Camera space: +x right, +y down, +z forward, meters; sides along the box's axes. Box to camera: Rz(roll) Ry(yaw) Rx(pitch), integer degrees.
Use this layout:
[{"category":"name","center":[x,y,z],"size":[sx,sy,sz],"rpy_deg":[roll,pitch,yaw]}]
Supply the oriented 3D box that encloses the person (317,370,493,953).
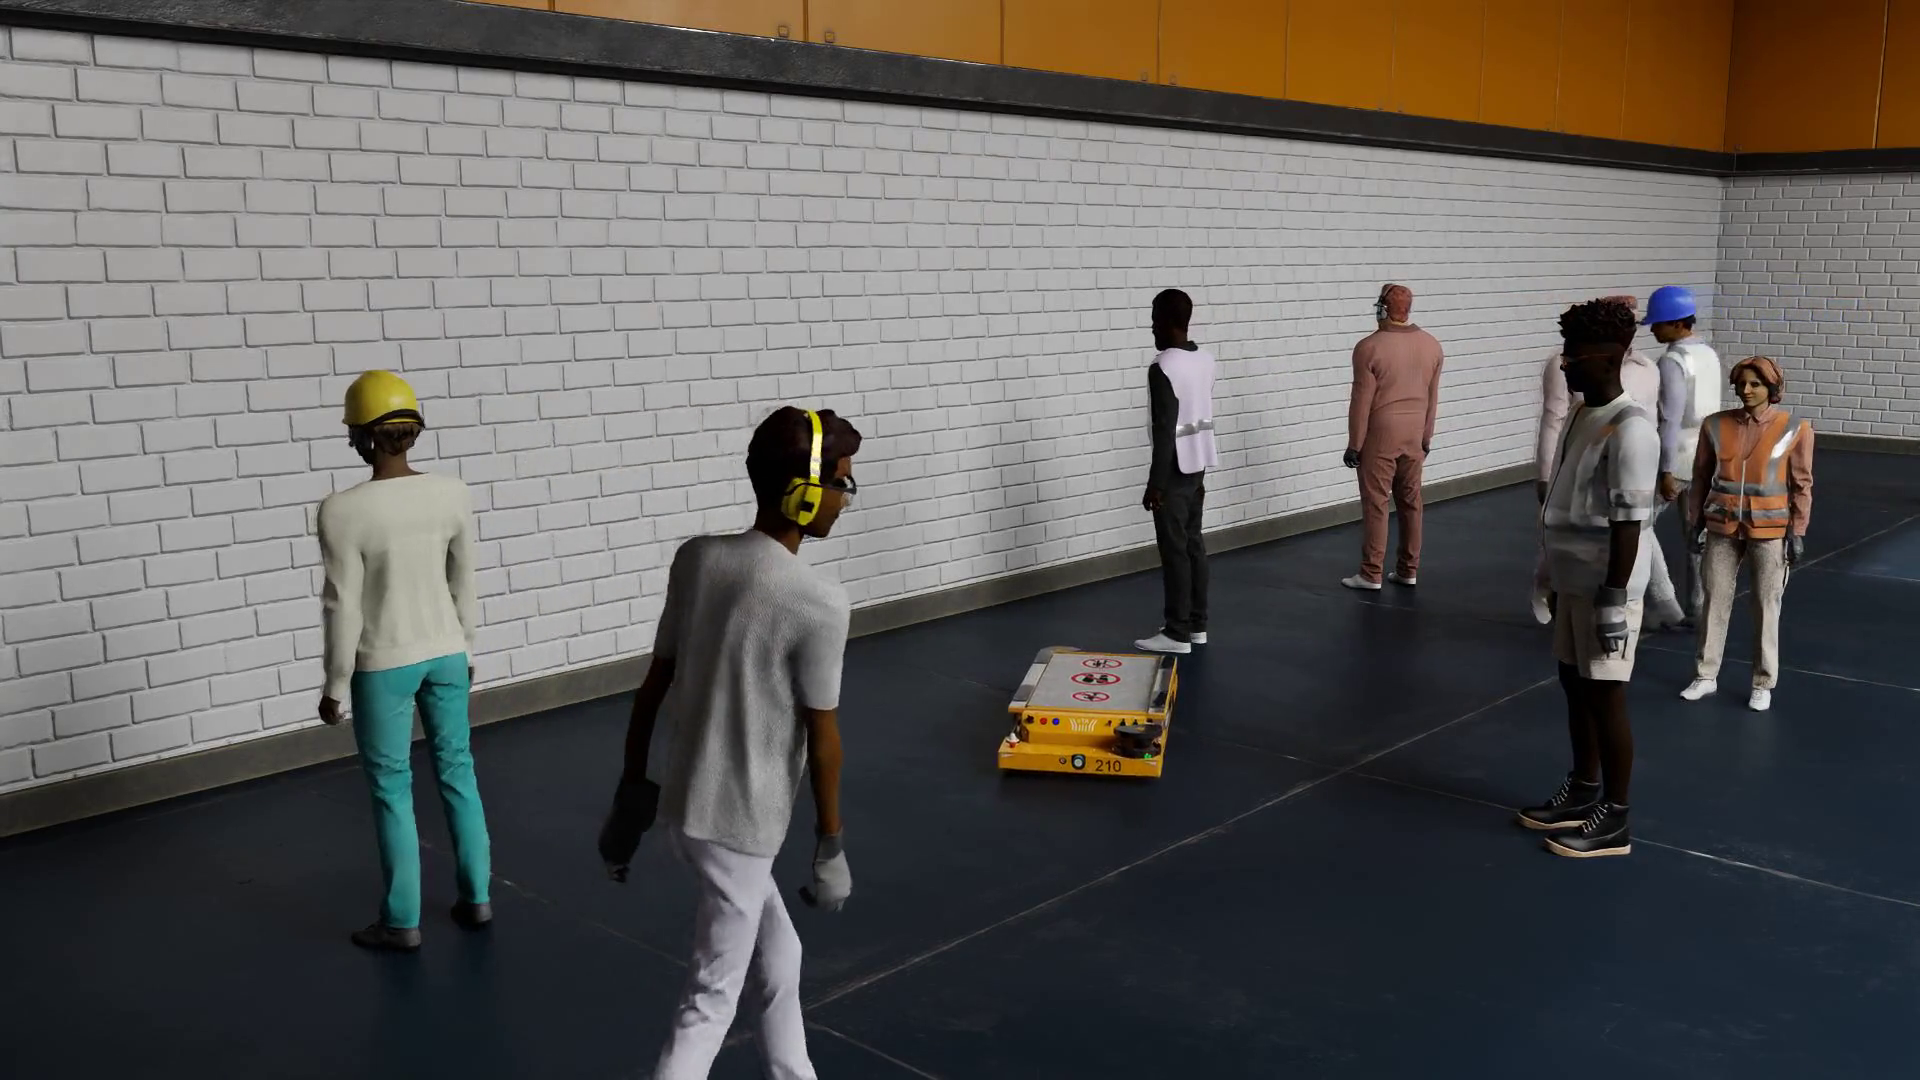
[{"category":"person","center":[-1.694,0.379,5.054],"size":[0.353,1.777,0.539],"rpy_deg":[8,13,37]}]

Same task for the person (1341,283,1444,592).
[{"category":"person","center":[2.665,-0.633,10.358],"size":[0.643,1.912,0.410],"rpy_deg":[-4,11,-24]}]

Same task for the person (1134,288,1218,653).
[{"category":"person","center":[1.160,-0.360,8.785],"size":[0.371,1.915,0.597],"rpy_deg":[6,12,31]}]

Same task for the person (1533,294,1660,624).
[{"category":"person","center":[3.342,-0.357,8.831],"size":[0.670,1.889,0.622],"rpy_deg":[-1,10,-5]}]

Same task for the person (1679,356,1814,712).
[{"category":"person","center":[3.638,-0.030,7.694],"size":[0.523,1.638,0.310],"rpy_deg":[9,13,40]}]

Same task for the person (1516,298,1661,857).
[{"category":"person","center":[2.232,0.135,5.866],"size":[0.370,1.958,0.598],"rpy_deg":[1,10,4]}]

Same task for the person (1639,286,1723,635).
[{"category":"person","center":[3.939,-0.426,9.129],"size":[0.672,1.918,0.513],"rpy_deg":[-7,12,-34]}]

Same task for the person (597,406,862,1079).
[{"category":"person","center":[-0.490,0.618,3.563],"size":[0.827,1.810,0.535],"rpy_deg":[-8,13,-38]}]

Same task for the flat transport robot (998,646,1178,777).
[{"category":"flat transport robot","center":[0.596,0.722,7.302],"size":[0.652,0.197,1.431],"rpy_deg":[2,10,10]}]
